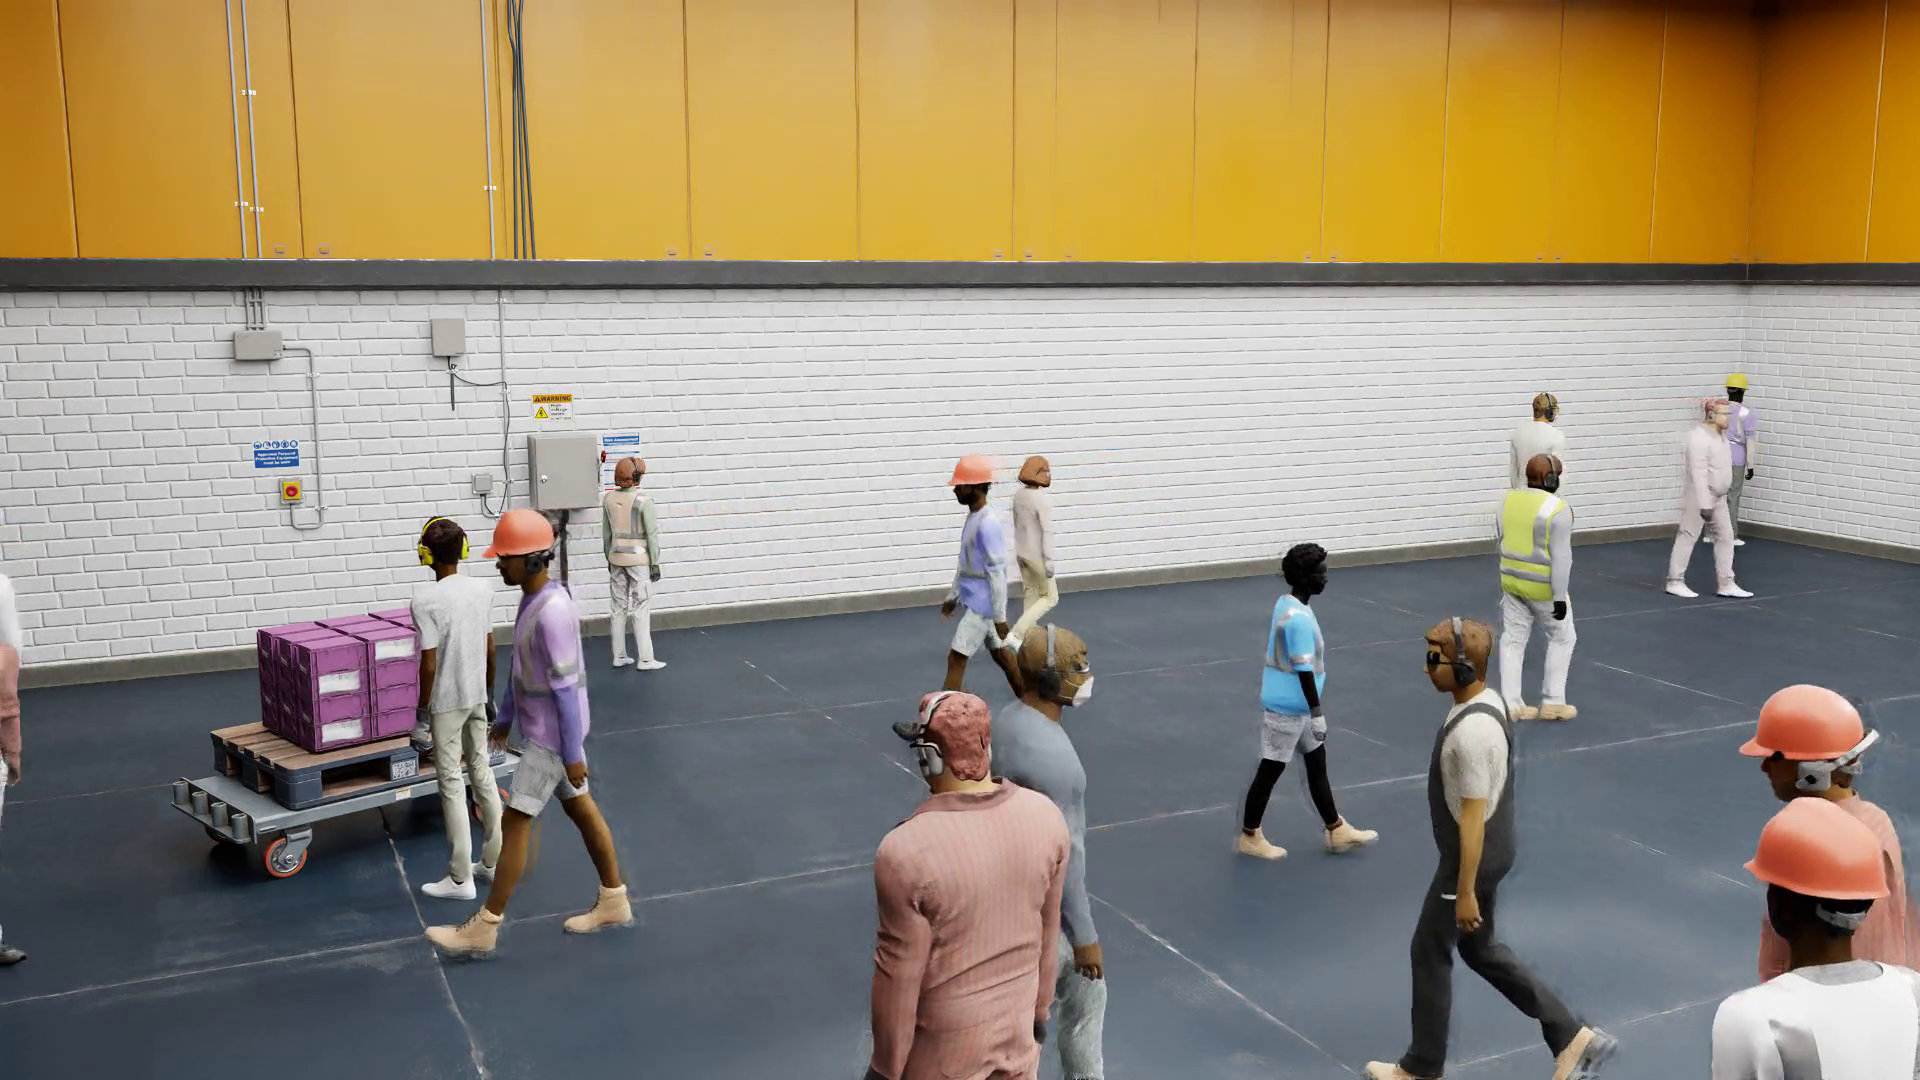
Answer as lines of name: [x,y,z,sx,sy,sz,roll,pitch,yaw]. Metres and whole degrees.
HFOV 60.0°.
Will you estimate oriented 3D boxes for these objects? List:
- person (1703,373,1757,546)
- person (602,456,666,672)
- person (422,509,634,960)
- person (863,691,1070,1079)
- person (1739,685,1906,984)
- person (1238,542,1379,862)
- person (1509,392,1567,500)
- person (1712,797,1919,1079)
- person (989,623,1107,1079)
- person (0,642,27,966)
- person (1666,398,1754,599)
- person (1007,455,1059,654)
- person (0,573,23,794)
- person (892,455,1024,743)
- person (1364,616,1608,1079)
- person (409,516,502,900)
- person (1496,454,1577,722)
person: [8.547,-0.889,18.464,0.391,1.922,0.586,-7,11,-37]
person: [-2.497,0.185,12.665,0.522,1.640,0.306,5,11,30]
person: [-1.935,0.854,7.414,1.000,1.997,0.631,-3,10,-16]
person: [-0.005,1.350,4.631,0.638,1.902,0.407,-8,12,-39]
person: [2.391,1.364,4.430,0.636,1.953,0.962,-9,13,-44]
person: [1.810,0.841,8.486,0.803,1.658,0.555,1,9,9]
person: [5.312,-0.385,15.274,0.369,1.939,0.631,-4,10,-26]
person: [1.788,1.501,3.577,0.552,1.934,0.375,-3,10,-19]
person: [0.181,1.208,5.536,0.970,1.904,0.631,0,9,-2]
person: [-4.465,1.004,7.393,0.881,1.703,0.594,8,12,41]
person: [6.985,-0.367,15.358,0.848,1.871,0.671,9,13,44]
person: [0.557,0.146,12.935,0.421,1.619,0.522,-5,10,-29]
person: [-4.986,0.788,8.281,0.587,1.847,0.594,-3,9,-15]
person: [0.090,0.391,10.646,1.011,1.884,0.551,-1,9,-3]
person: [1.938,1.174,6.021,0.773,1.816,0.550,4,10,24]
person: [-2.456,0.813,8.069,0.323,1.865,0.518,5,10,29]
person: [3.951,0.324,11.223,0.657,1.821,0.661,-5,10,-27]
